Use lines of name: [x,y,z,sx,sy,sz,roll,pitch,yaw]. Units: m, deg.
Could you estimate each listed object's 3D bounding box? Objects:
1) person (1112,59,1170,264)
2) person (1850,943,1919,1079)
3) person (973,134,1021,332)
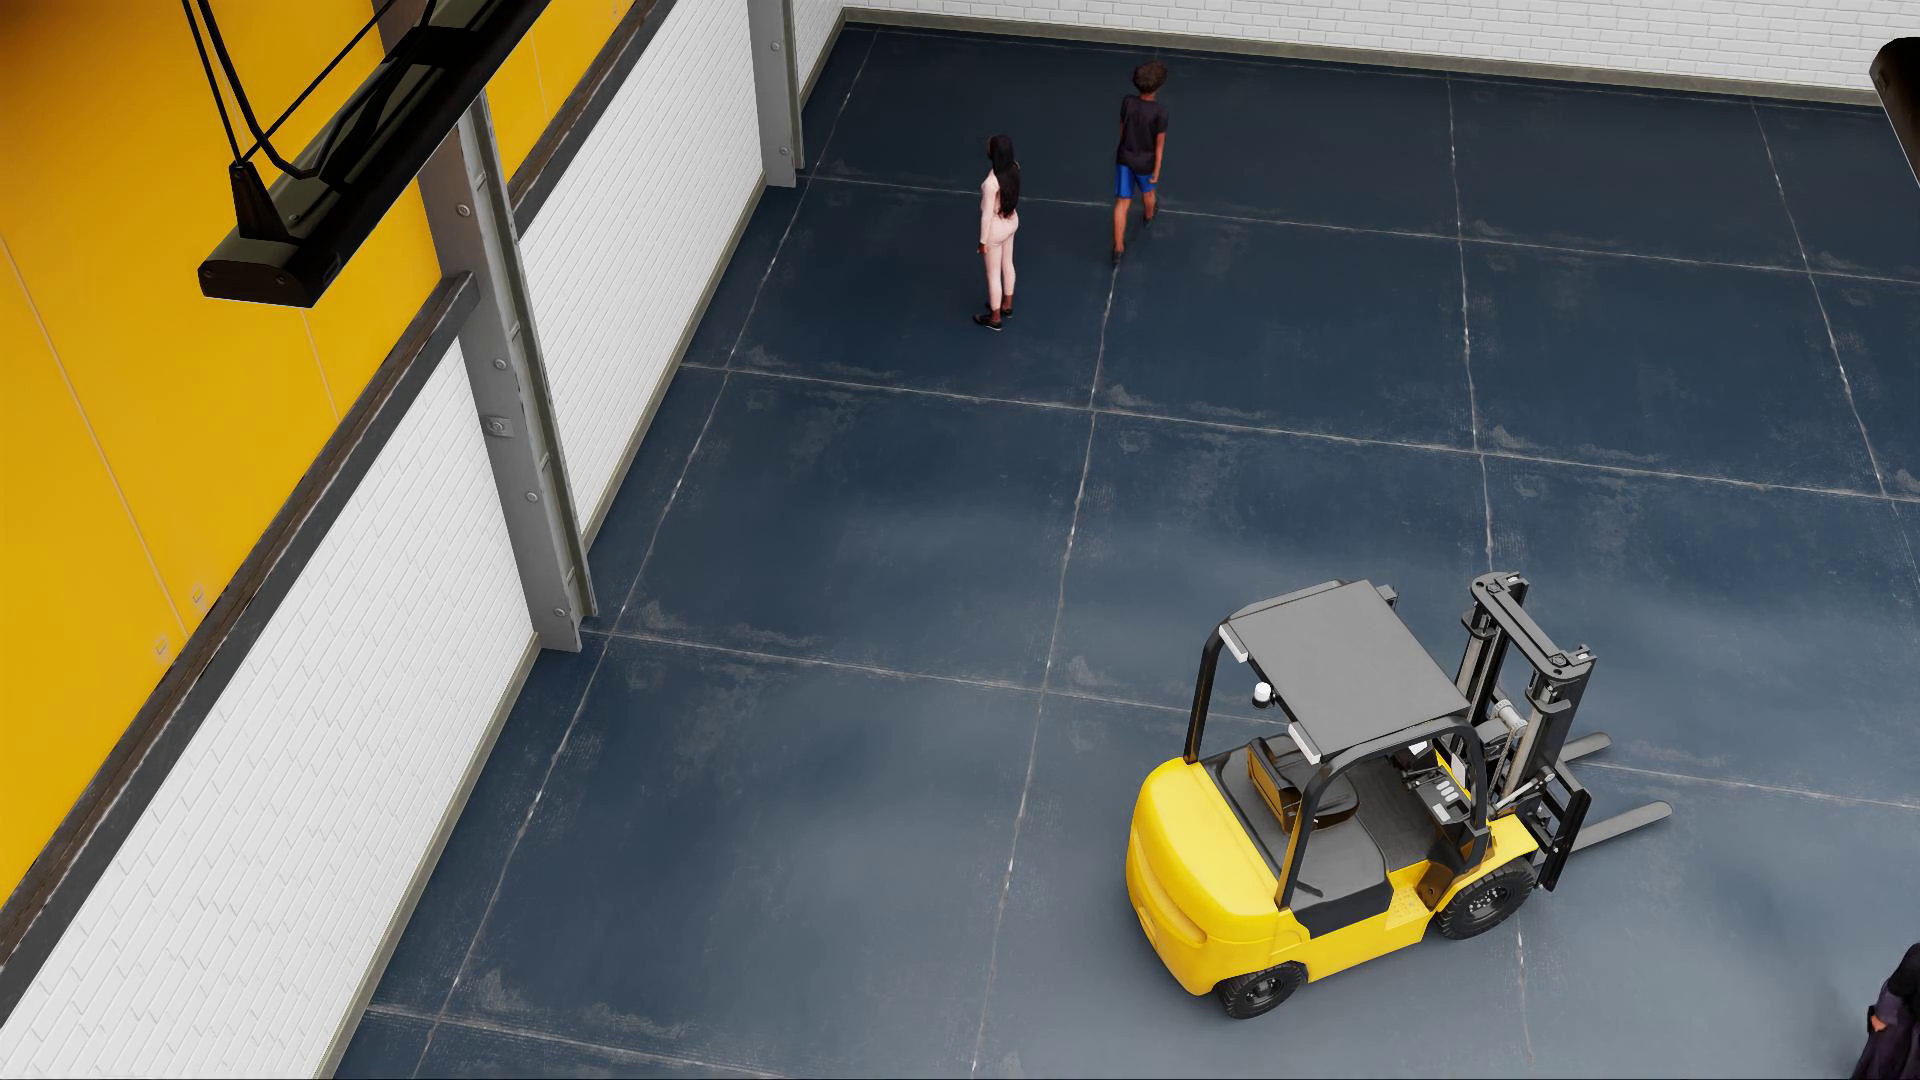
person: [1.484,-3.181,14.211,0.784,1.733,1.207,15,46,15]
person: [4.896,2.352,8.499,0.632,1.601,0.793,3,44,3]
person: [0.322,-2.510,13.515,0.750,1.721,0.600,22,48,22]
